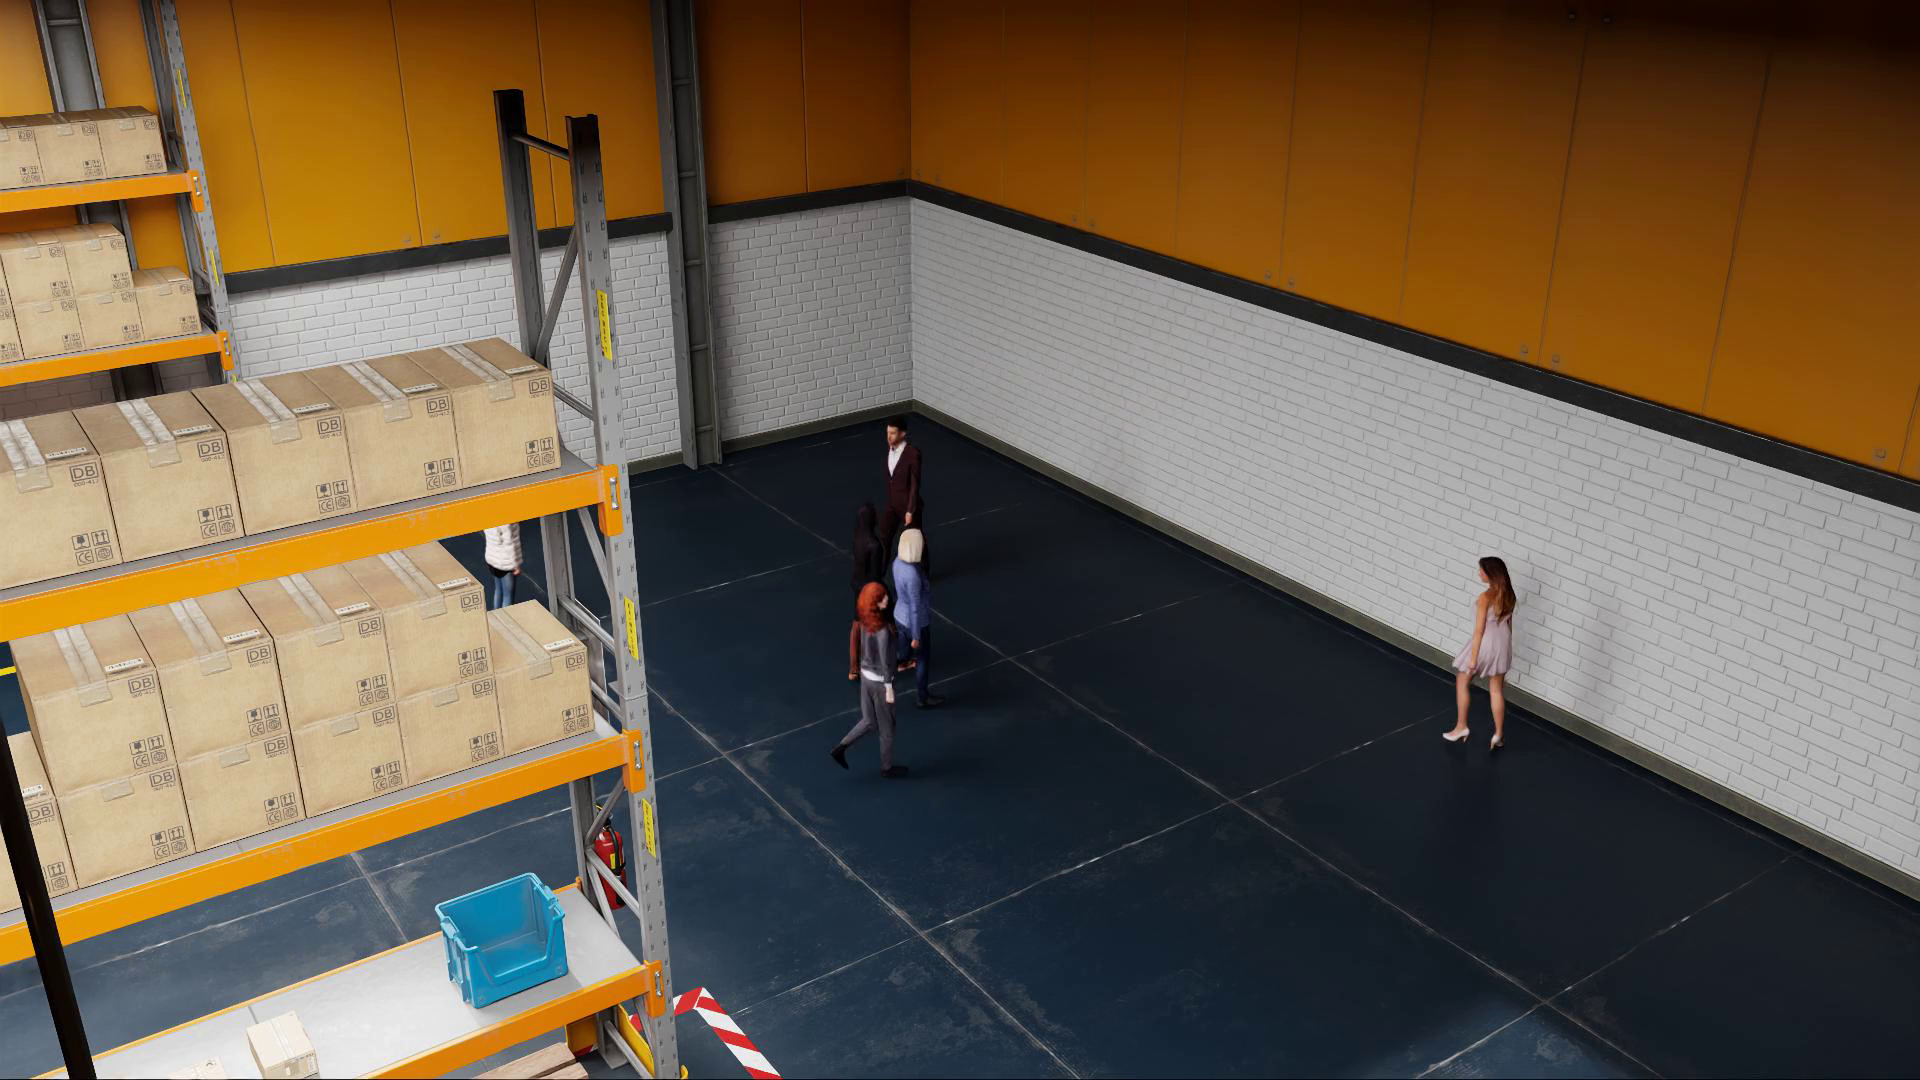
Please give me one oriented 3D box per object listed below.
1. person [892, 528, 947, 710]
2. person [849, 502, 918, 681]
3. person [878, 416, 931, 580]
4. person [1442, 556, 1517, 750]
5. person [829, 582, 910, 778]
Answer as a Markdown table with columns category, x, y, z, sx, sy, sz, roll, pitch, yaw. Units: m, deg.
| category | x | y | z | sx | sy | sz | roll | pitch | yaw |
| --- | --- | --- | --- | --- | --- | --- | --- | --- | --- |
| person | -0.493 | 0.708 | 14.332 | 1.013 | 1.731 | 0.744 | -10 | 26 | -22 |
| person | -0.883 | 0.486 | 14.877 | 0.943 | 1.702 | 0.668 | -13 | 27 | -27 |
| person | -0.506 | -0.366 | 16.680 | 0.859 | 1.820 | 1.195 | 20 | 31 | 38 |
| person | 4.391 | 0.964 | 13.727 | 0.640 | 1.747 | 0.805 | -6 | 24 | -13 |
| person | -0.724 | 1.162 | 13.257 | 0.922 | 1.761 | 0.685 | -10 | 26 | -22 |
